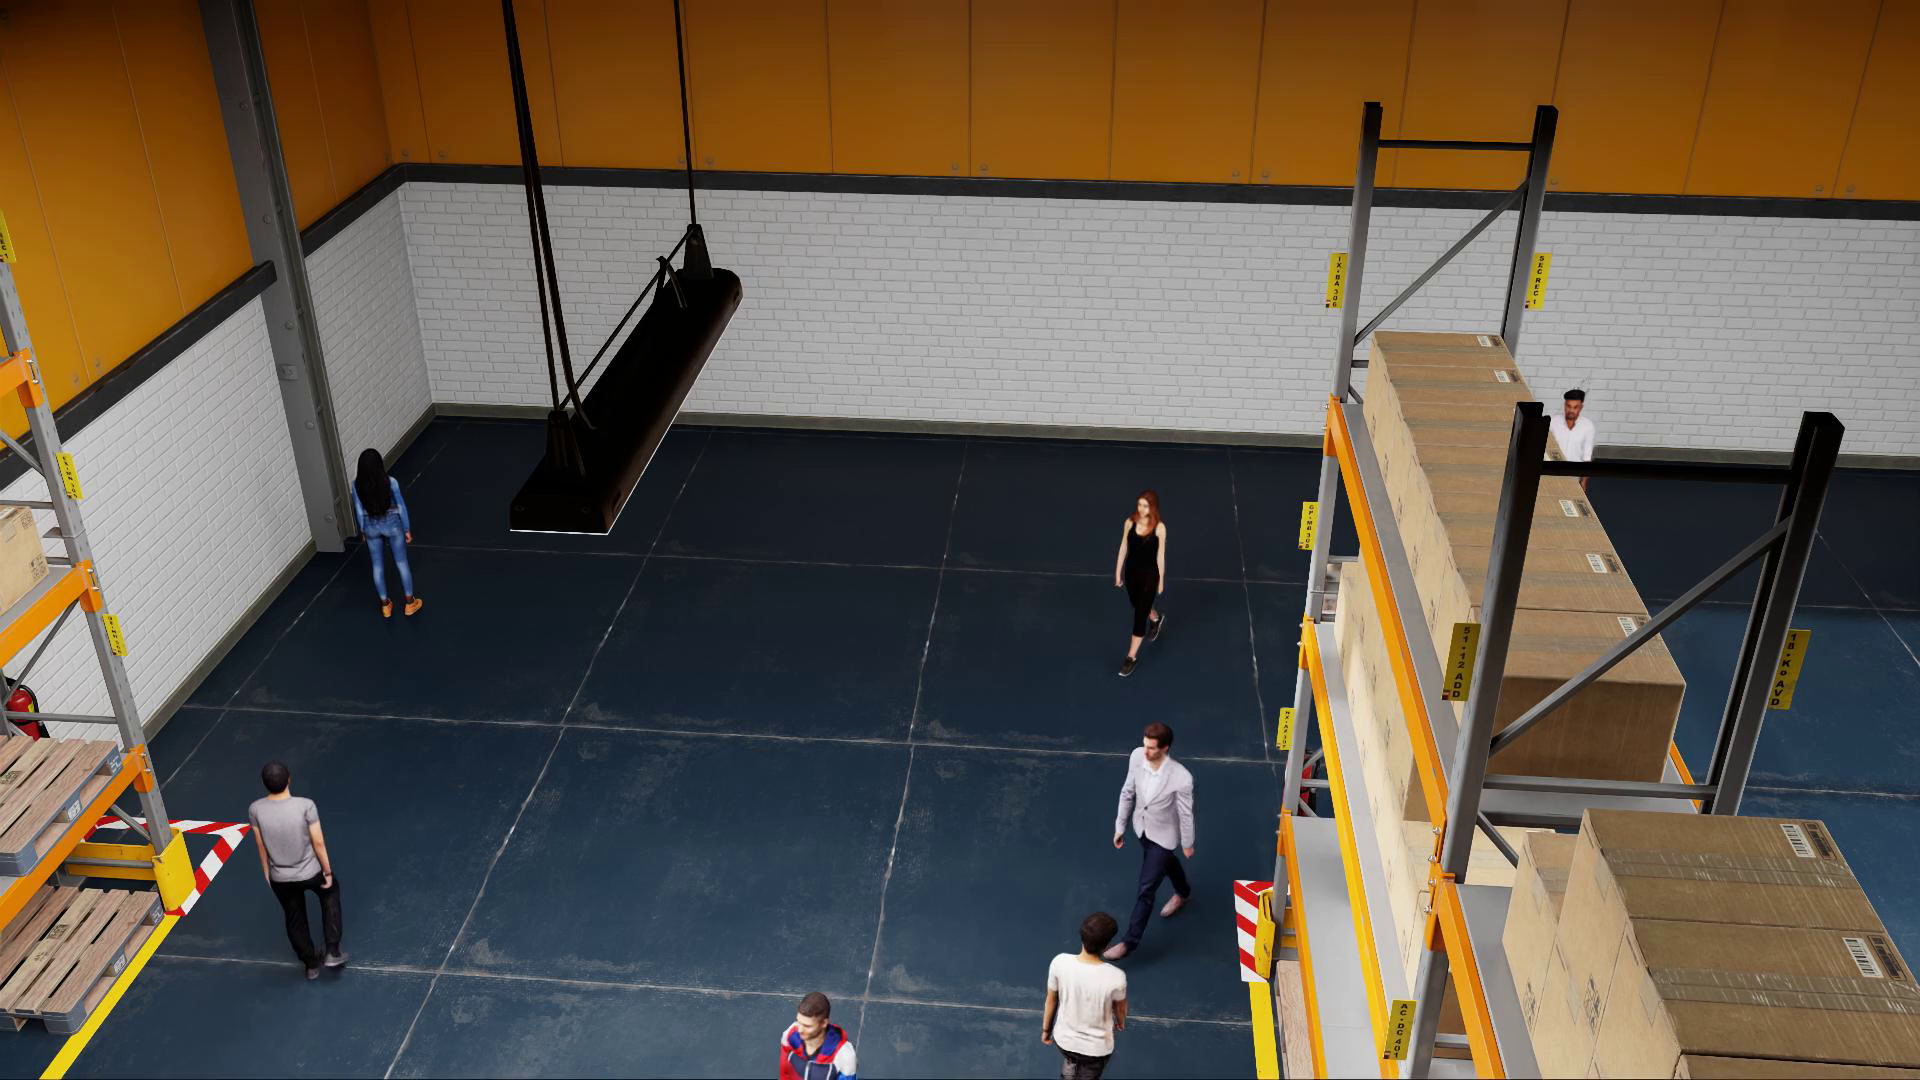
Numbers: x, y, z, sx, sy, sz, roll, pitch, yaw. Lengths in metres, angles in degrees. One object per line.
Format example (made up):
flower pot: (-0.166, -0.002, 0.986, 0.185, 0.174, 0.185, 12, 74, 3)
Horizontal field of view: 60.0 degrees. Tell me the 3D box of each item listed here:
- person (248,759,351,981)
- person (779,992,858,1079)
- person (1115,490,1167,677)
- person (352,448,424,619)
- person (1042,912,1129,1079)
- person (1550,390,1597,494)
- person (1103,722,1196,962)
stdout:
person: (-4.471, 2.268, 11.169, 0.703, 1.744, 0.738, -5, 29, -10)
person: (-0.730, 3.203, 9.455, 0.775, 1.744, 0.819, 22, 36, 35)
person: (1.667, 0.307, 14.816, 0.954, 1.694, 1.195, 18, 34, 30)
person: (-5.362, -0.073, 15.494, 0.641, 1.713, 0.567, -2, 29, -4)
person: (0.708, 2.992, 9.890, 0.766, 1.698, 0.849, 11, 31, 19)
person: (6.024, -0.690, 16.554, 0.781, 1.780, 1.211, 8, 30, 14)
person: (1.436, 2.004, 11.604, 1.257, 1.791, 1.222, -22, 36, -35)
